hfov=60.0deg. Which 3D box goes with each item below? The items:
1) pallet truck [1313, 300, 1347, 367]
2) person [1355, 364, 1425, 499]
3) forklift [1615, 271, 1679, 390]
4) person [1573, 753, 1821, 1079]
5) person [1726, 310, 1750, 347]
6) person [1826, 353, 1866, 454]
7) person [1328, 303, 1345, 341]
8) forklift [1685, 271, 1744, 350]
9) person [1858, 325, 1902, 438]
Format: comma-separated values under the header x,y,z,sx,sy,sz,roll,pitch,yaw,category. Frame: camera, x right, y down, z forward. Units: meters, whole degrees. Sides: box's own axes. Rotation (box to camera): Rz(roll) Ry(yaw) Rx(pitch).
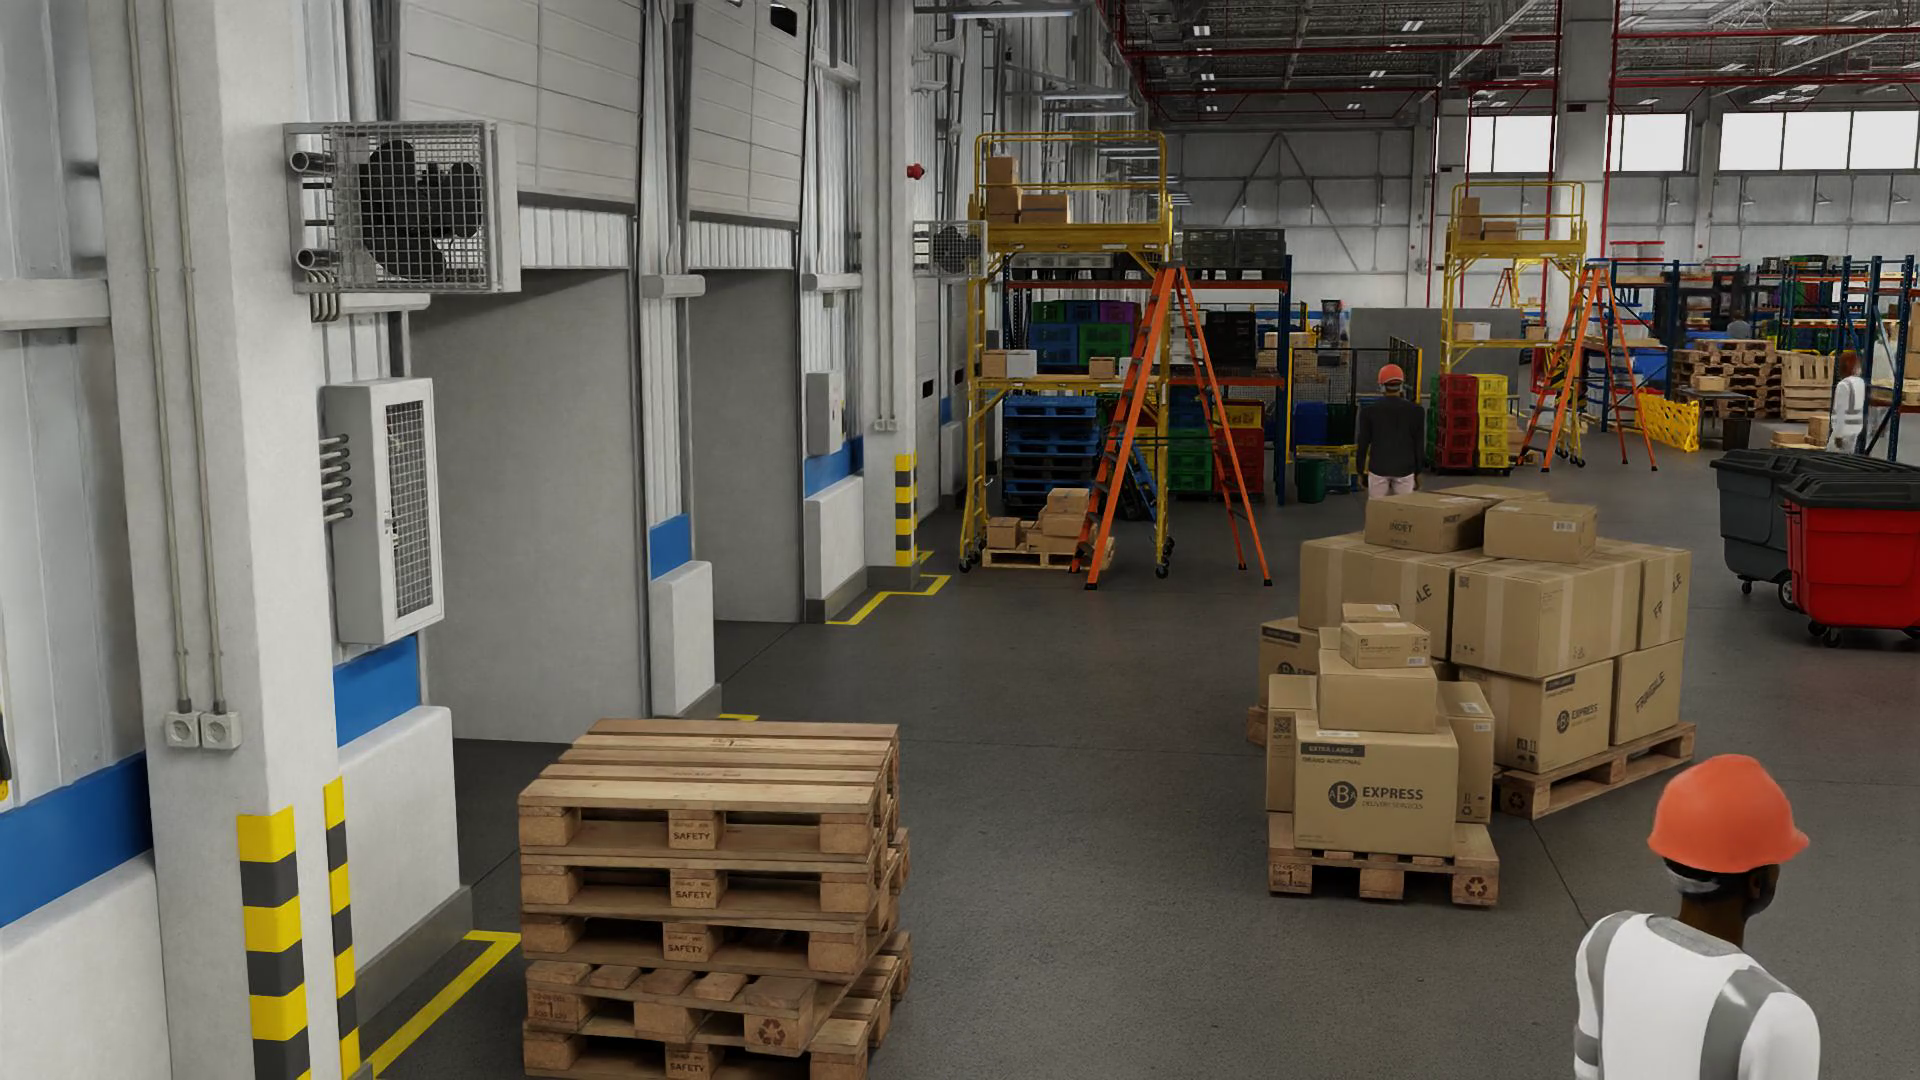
x,y,z,sx,sy,sz,roll,pitch,yaw,category
11.159,-6.200,49.718,0.823,1.965,1.885,4,10,26,pallet truck
4.016,-0.650,15.576,0.629,1.981,0.438,1,9,7,person
16.447,-4.891,38.931,1.873,2.768,1.129,1,9,9,forklift
1.436,1.364,3.245,0.359,1.941,0.546,-4,10,-23,person
18.523,-4.552,39.841,0.648,1.897,0.934,-2,9,-11,person
10.708,-1.324,20.053,0.588,1.866,0.691,-7,11,-36,person
11.718,-6.497,51.758,0.449,1.926,0.576,-5,11,-29,person
21.947,-6.322,47.760,1.873,2.768,1.129,-3,10,-19,forklift
15.626,-2.684,28.288,0.664,1.906,0.853,6,11,34,person
